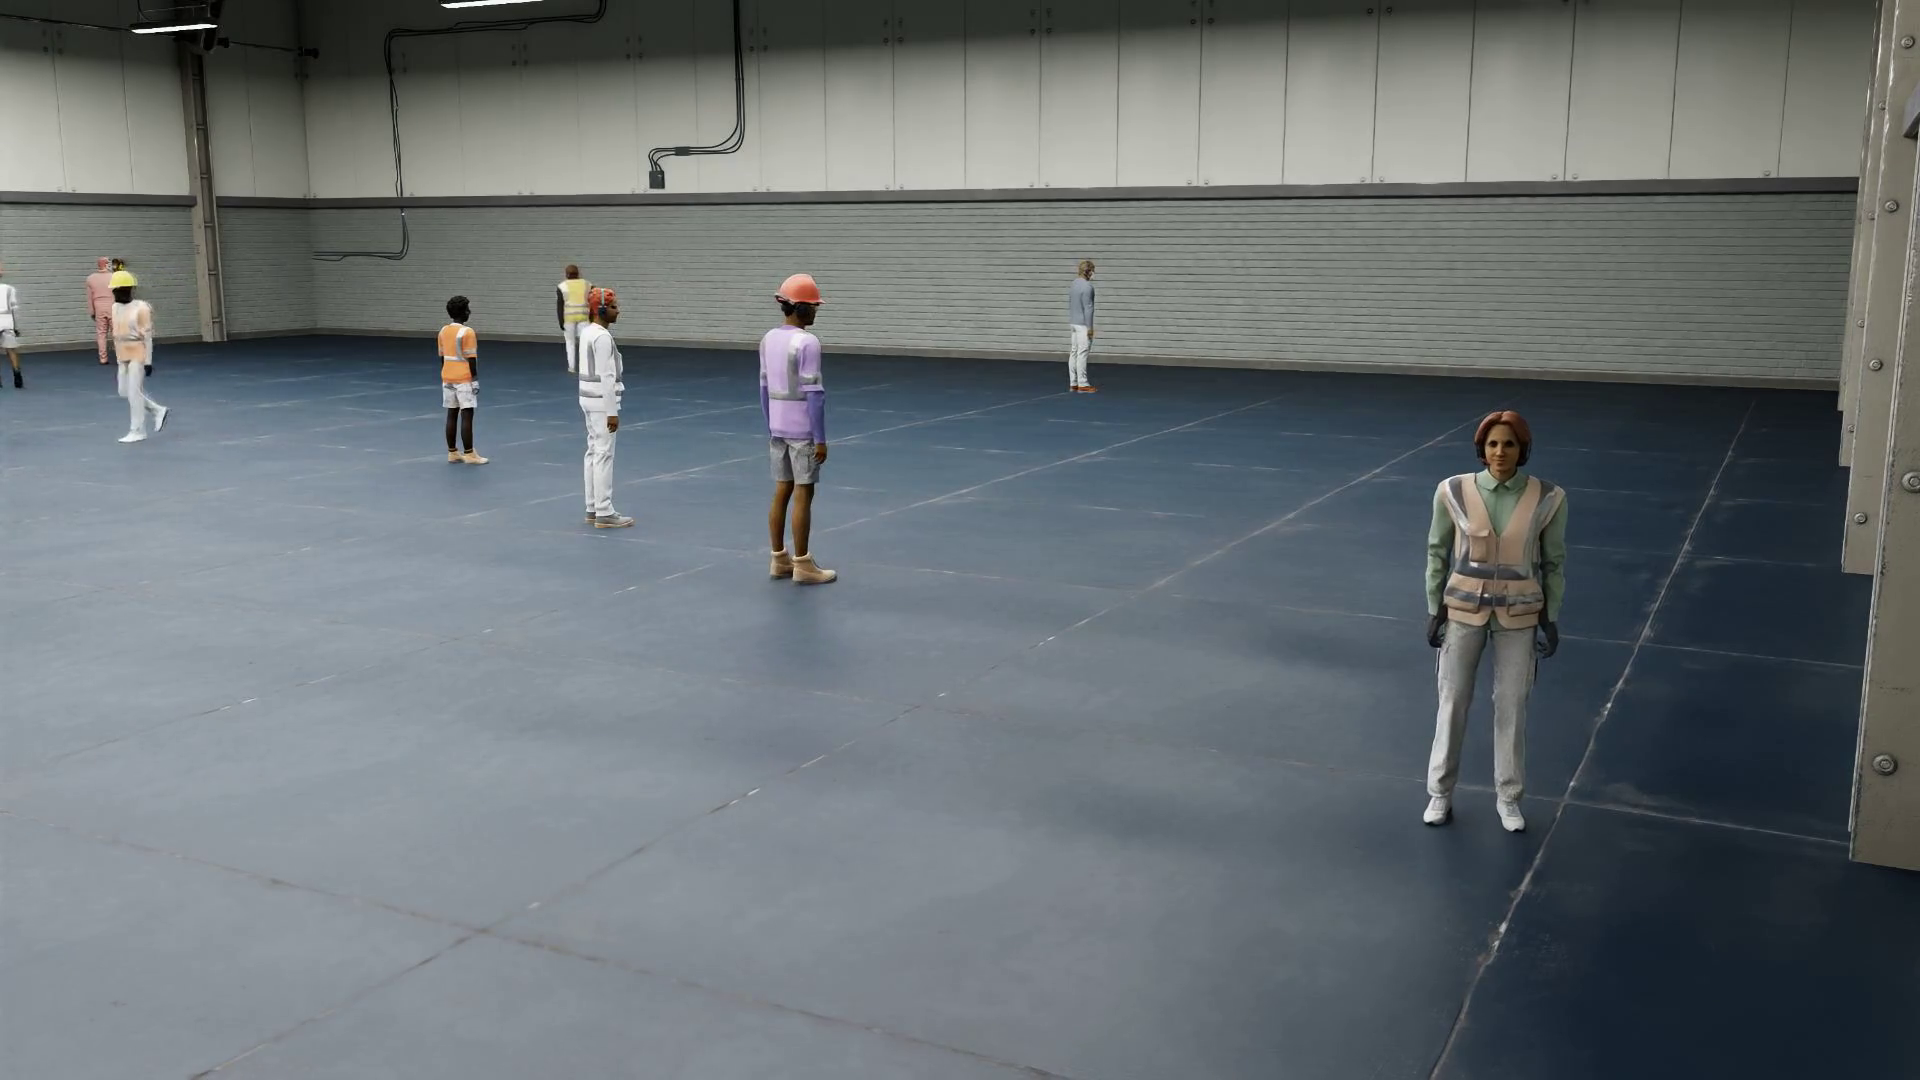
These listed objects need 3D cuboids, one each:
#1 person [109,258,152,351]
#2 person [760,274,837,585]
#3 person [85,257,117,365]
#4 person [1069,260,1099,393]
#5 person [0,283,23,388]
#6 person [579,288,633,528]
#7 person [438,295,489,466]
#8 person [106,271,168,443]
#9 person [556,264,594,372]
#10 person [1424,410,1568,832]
[{"bbox_3d":[-16.721,-4.724,33.364,0.525,1.845,0.815,6,12,30],"label":"person"},{"bbox_3d":[-1.062,-0.728,11.007,0.392,2.041,0.615,-8,13,-39],"label":"person"},{"bbox_3d":[-15.128,-4.058,29.548,0.642,1.905,0.399,-1,10,-4],"label":"person"},{"bbox_3d":[1.795,-3.122,24.366,0.379,1.933,0.629,-3,11,-18],"label":"person"},{"bbox_3d":[-14.378,-3.208,24.911,0.555,1.912,0.823,-9,14,-41],"label":"person"},{"bbox_3d":[-2.828,-1.042,13.153,0.337,1.882,0.583,-5,12,-26],"label":"person"},{"bbox_3d":[-5.006,-1.594,16.674,0.535,1.697,0.322,8,13,38],"label":"person"},{"bbox_3d":[-9.231,-2.063,18.669,0.595,1.911,0.653,5,12,27],"label":"person"},{"bbox_3d":[-6.419,-3.701,27.823,0.637,1.820,0.634,-4,11,-22],"label":"person"},{"bbox_3d":[2.060,0.312,6.433,0.515,1.641,0.315,3,11,16],"label":"person"}]
